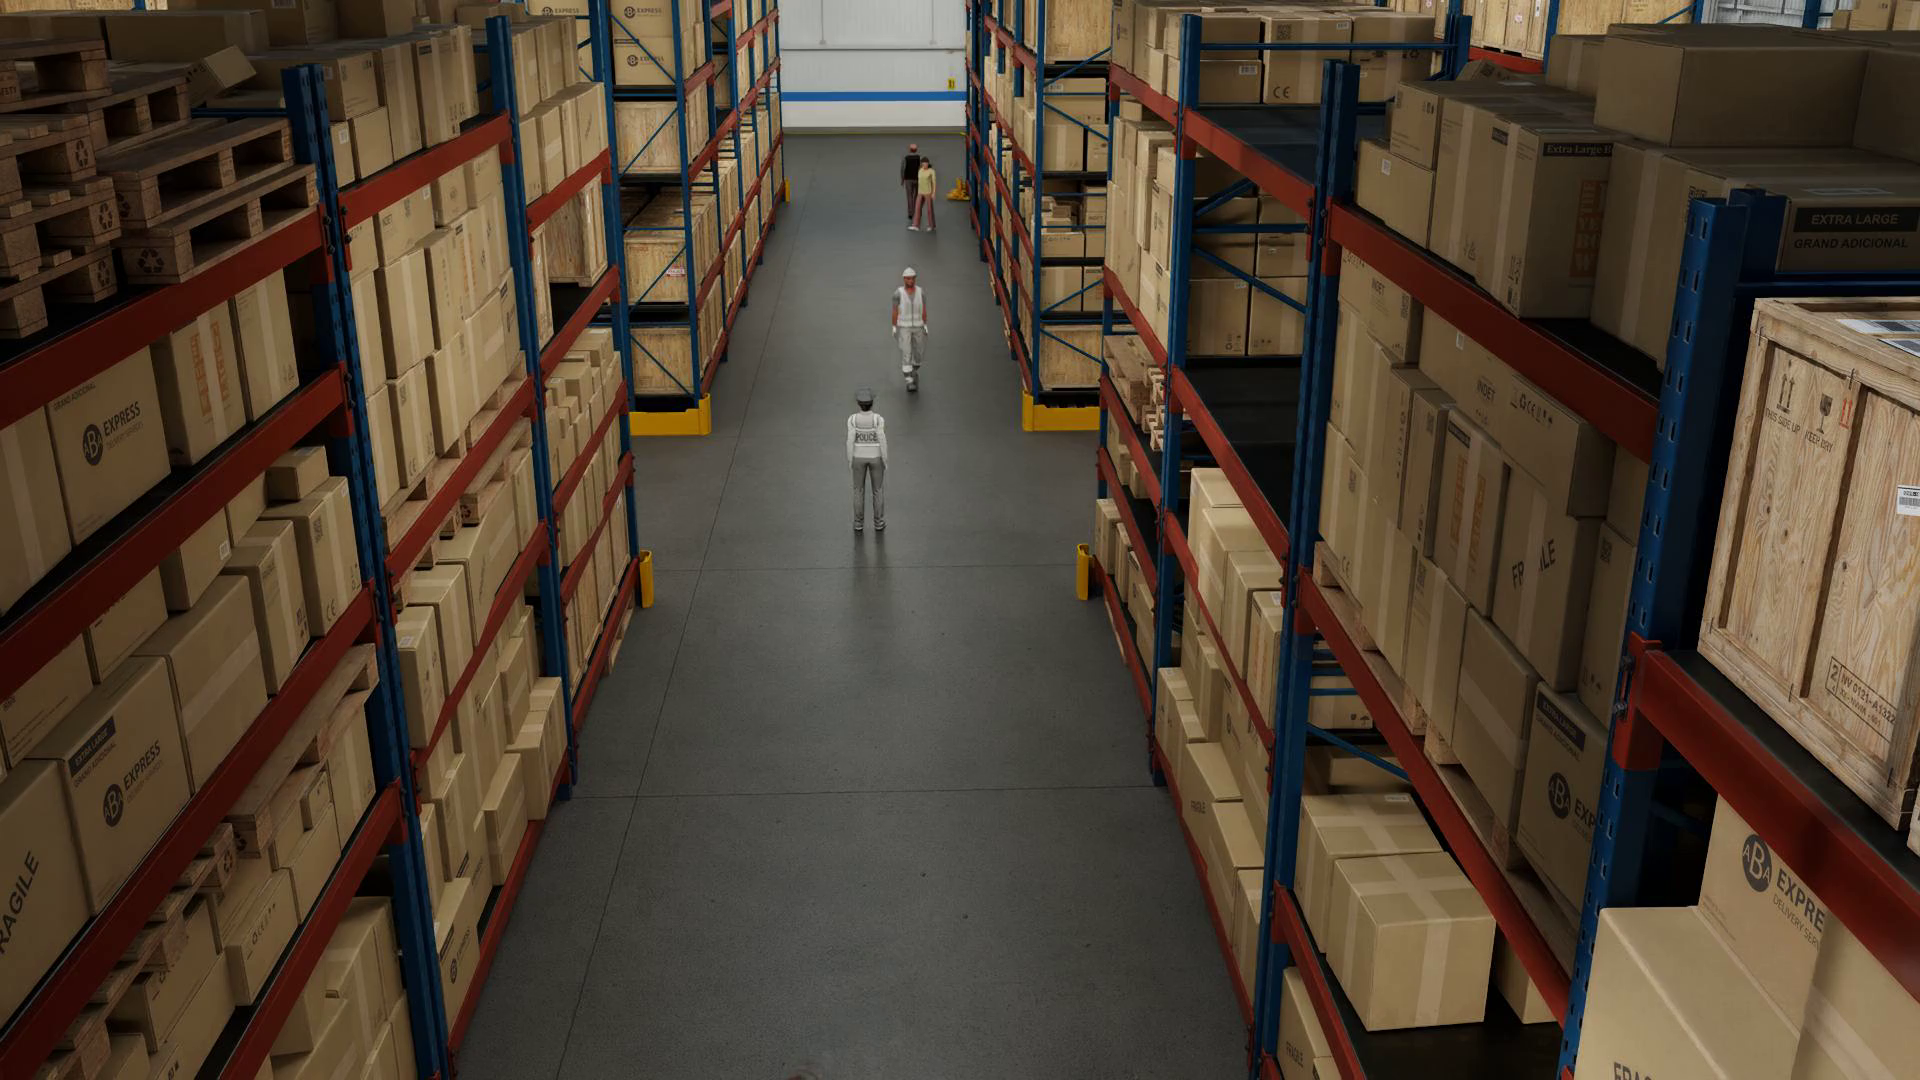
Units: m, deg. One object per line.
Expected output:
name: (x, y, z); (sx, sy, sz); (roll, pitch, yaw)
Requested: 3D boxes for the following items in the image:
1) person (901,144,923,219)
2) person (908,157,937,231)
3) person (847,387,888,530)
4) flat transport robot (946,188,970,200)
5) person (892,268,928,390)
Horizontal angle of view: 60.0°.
person: (-1.110, -8.478, 39.240); (0.580, 1.702, 0.834); (-2, 21, -7)
person: (-0.818, -7.765, 37.400); (0.483, 1.664, 0.706); (12, 23, 28)
person: (-1.059, -0.931, 19.100); (0.464, 1.689, 0.381); (0, 20, 1)
flat transport robot: (0.270, -8.880, 42.531); (0.659, 0.264, 1.431); (11, 23, 26)
person: (-0.741, -3.174, 24.953); (0.534, 1.790, 0.718); (-6, 21, -15)
